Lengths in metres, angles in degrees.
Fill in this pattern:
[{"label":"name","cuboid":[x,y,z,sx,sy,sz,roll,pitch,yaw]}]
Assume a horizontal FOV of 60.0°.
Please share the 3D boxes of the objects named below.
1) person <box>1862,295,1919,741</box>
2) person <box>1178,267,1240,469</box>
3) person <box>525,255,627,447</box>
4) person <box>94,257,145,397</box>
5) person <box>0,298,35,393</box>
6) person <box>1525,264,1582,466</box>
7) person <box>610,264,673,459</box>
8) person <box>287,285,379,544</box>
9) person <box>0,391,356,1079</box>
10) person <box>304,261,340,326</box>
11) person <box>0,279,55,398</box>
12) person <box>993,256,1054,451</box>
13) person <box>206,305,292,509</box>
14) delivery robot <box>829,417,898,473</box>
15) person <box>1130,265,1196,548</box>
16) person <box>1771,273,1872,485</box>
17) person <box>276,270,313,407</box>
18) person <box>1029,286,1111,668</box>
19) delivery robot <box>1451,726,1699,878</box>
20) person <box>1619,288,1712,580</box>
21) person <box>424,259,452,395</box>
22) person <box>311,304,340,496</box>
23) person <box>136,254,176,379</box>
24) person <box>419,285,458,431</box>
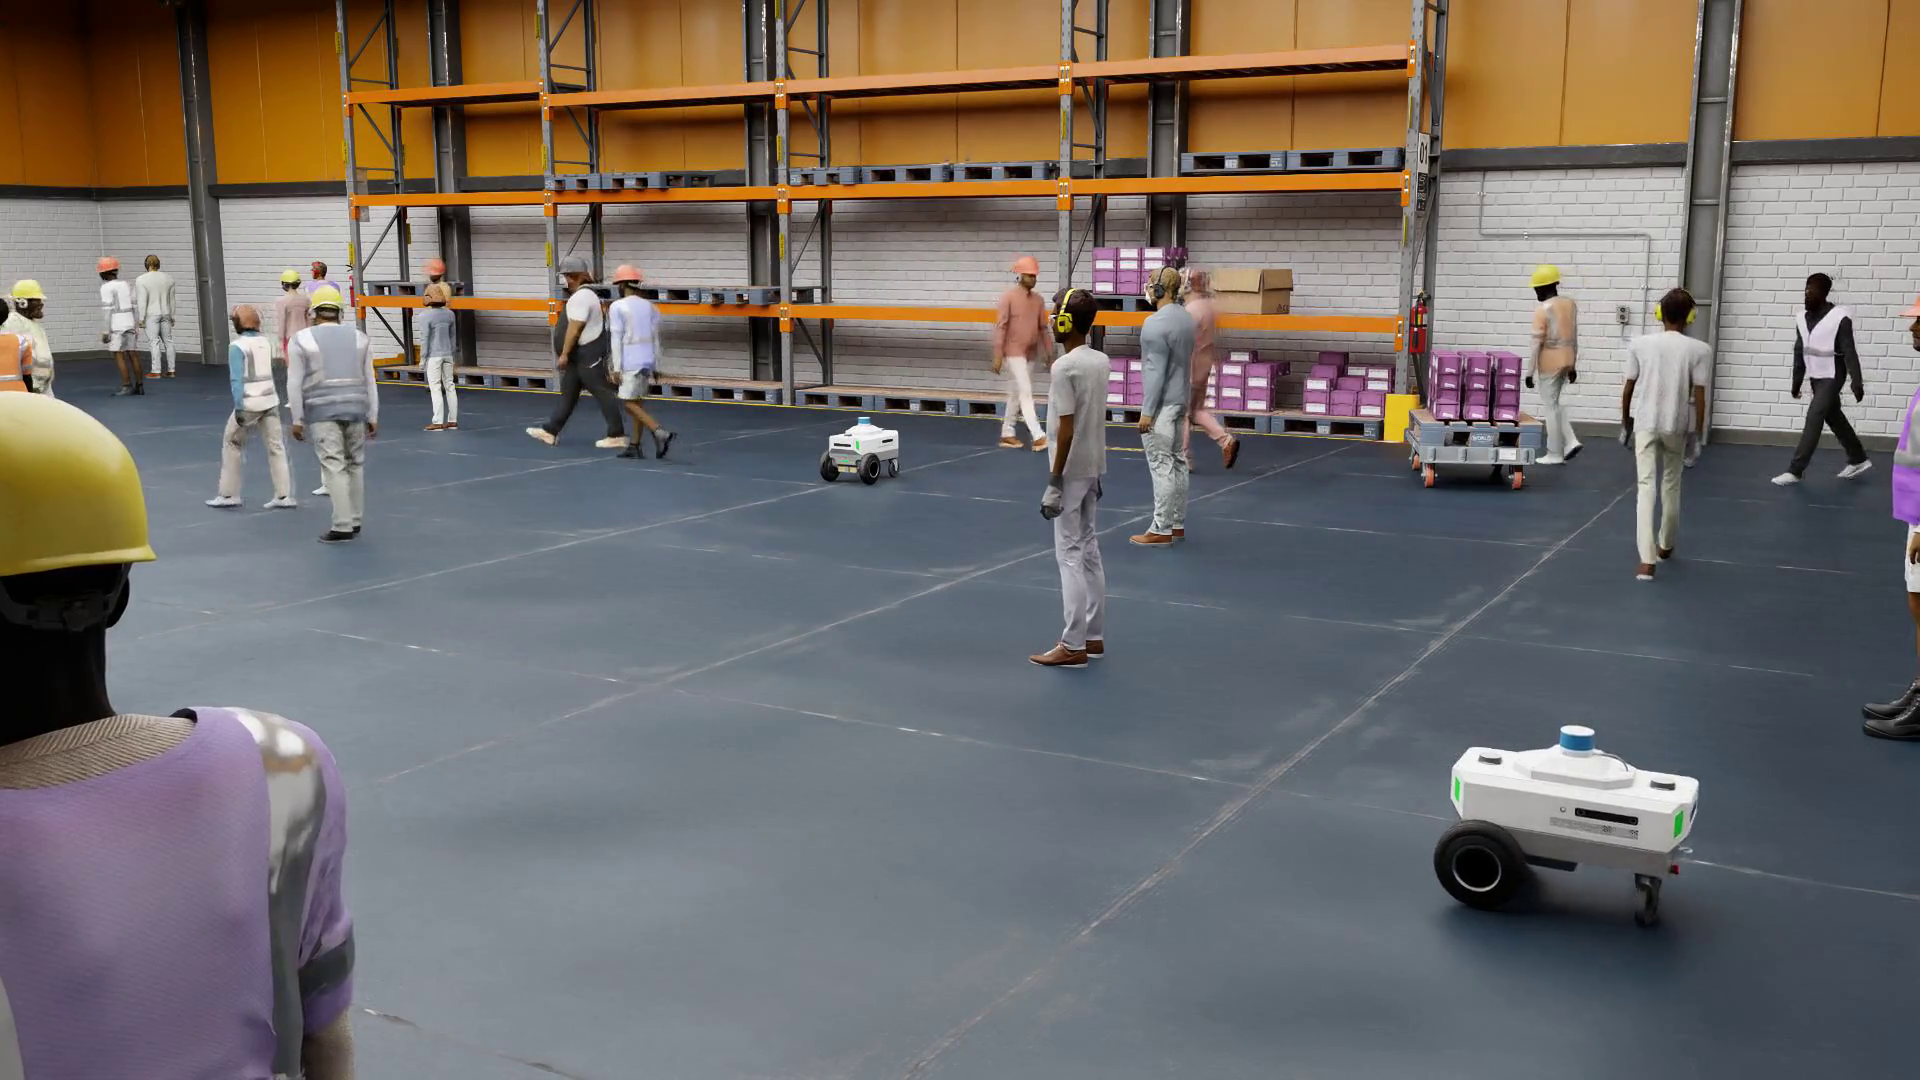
[{"label":"person","cuboid":[4.050,-0.122,6.963,0.342,1.942,0.552,6,11,29]},{"label":"person","cuboid":[2.151,-1.523,15.051,0.674,1.888,0.663,5,11,26]},{"label":"person","cuboid":[-3.950,-1.959,17.085,1.054,2.000,0.690,-2,10,-12]},{"label":"person","cuboid":[-11.613,-2.931,22.985,0.425,1.907,0.605,2,10,12]},{"label":"person","cuboid":[-7.331,-1.017,12.715,0.316,1.700,0.540,6,11,29]},{"label":"person","cuboid":[5.547,-1.633,15.627,0.632,1.899,0.400,-7,12,-35]},{"label":"person","cuboid":[-3.048,-1.688,15.971,0.757,1.904,0.557,8,13,37]},{"label":"person","cuboid":[-4.396,-0.876,11.696,0.605,1.802,0.611,-10,14,-43]},{"label":"person","cuboid":[-0.887,0.811,1.722,0.366,1.926,0.594,6,11,29]},{"label":"person","cuboid":[-9.207,-3.099,24.098,0.382,1.842,0.571,6,11,29]},{"label":"person","cuboid":[-8.182,-1.383,14.574,0.941,1.788,0.601,-1,10,-5]},{"label":"person","cuboid":[0.734,-1.869,16.807,0.962,1.951,0.652,9,14,43]},{"label":"person","cuboid":[-5.636,-1.039,13.109,0.770,1.602,0.526,3,10,14]},{"label":"delivery robot","cuboid":[-0.846,-0.846,14.724,0.477,0.478,0.707,6,12,29]},{"label":"person","cuboid":[1.405,-0.918,11.483,0.364,1.939,0.636,6,11,29]},{"label":"person","cuboid":[7.622,-1.410,14.571,1.066,1.851,0.640,-2,10,-9]},{"label":"person","cuboid":[-8.574,-2.584,21.429,0.348,1.763,0.538,5,11,28]},{"label":"person","cuboid":[0.551,-0.305,8.205,0.320,1.871,0.533,6,11,29]},{"label":"delivery robot","cuboid":[1.931,0.830,5.235,0.707,0.478,0.477,6,12,29]},{"label":"person","cuboid":[4.467,-0.688,10.573,0.500,1.805,1.020,4,11,22]},{"label":"person","cuboid":[-7.282,-2.962,23.194,0.616,1.898,0.397,10,14,43]},{"label":"person","cuboid":[-5.232,-1.189,13.862,0.306,1.640,0.523,6,11,29]},{"label":"person","cuboid":[-12.618,-3.505,26.131,0.364,1.939,0.636,6,11,29]},{"label":"person","cuboid":[-5.878,-2.046,18.731,0.278,1.633,0.507,6,11,29]}]
